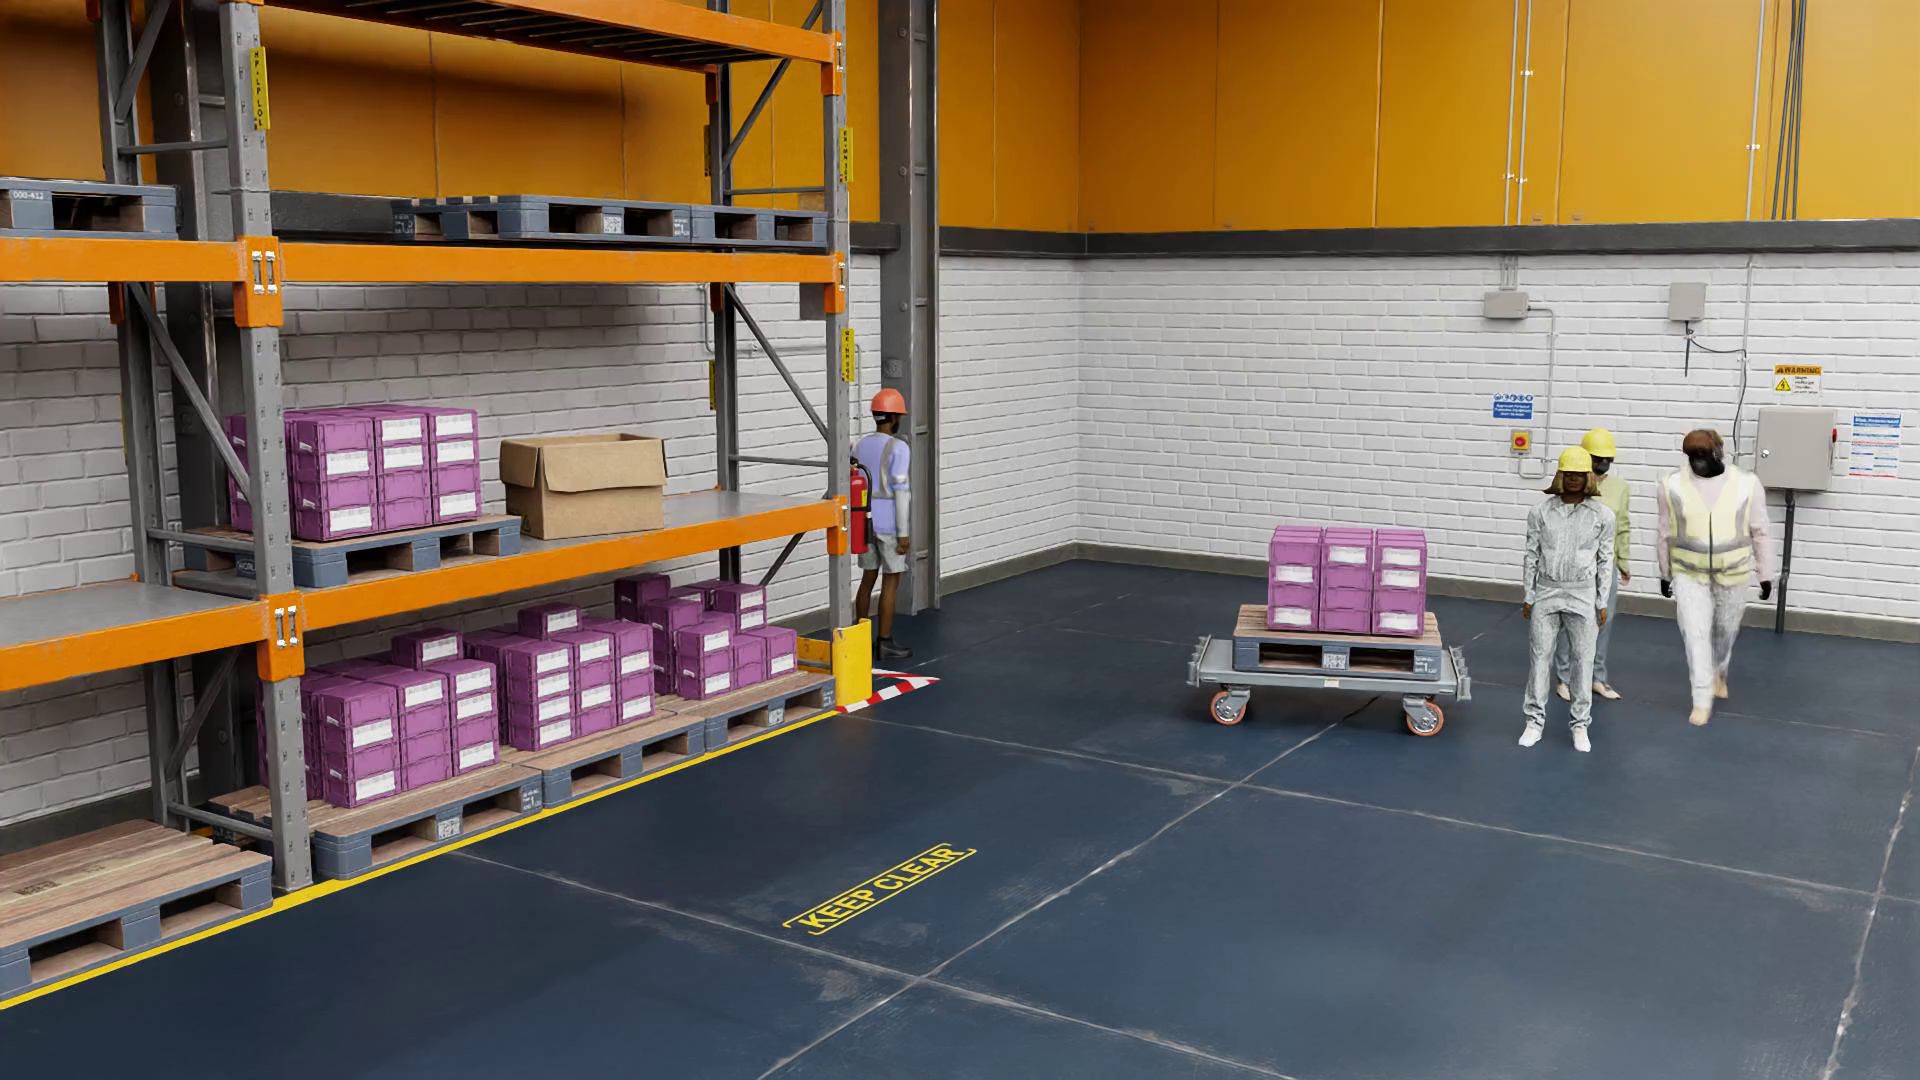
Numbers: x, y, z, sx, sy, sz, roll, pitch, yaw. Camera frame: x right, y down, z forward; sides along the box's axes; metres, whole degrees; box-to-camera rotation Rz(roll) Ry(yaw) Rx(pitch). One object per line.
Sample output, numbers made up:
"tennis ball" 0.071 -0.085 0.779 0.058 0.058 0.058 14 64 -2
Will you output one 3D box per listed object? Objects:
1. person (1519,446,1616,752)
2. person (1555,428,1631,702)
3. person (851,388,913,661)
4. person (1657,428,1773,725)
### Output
"person" 3.461 0.335 9.499 0.487 1.746 0.287 4 9 22
"person" 4.017 0.161 10.588 0.535 1.759 0.343 -2 9 -13
"person" -0.532 -0.112 11.853 0.417 1.925 0.561 -8 12 -42
"person" 4.660 0.188 10.335 0.654 1.805 0.898 3 9 21
